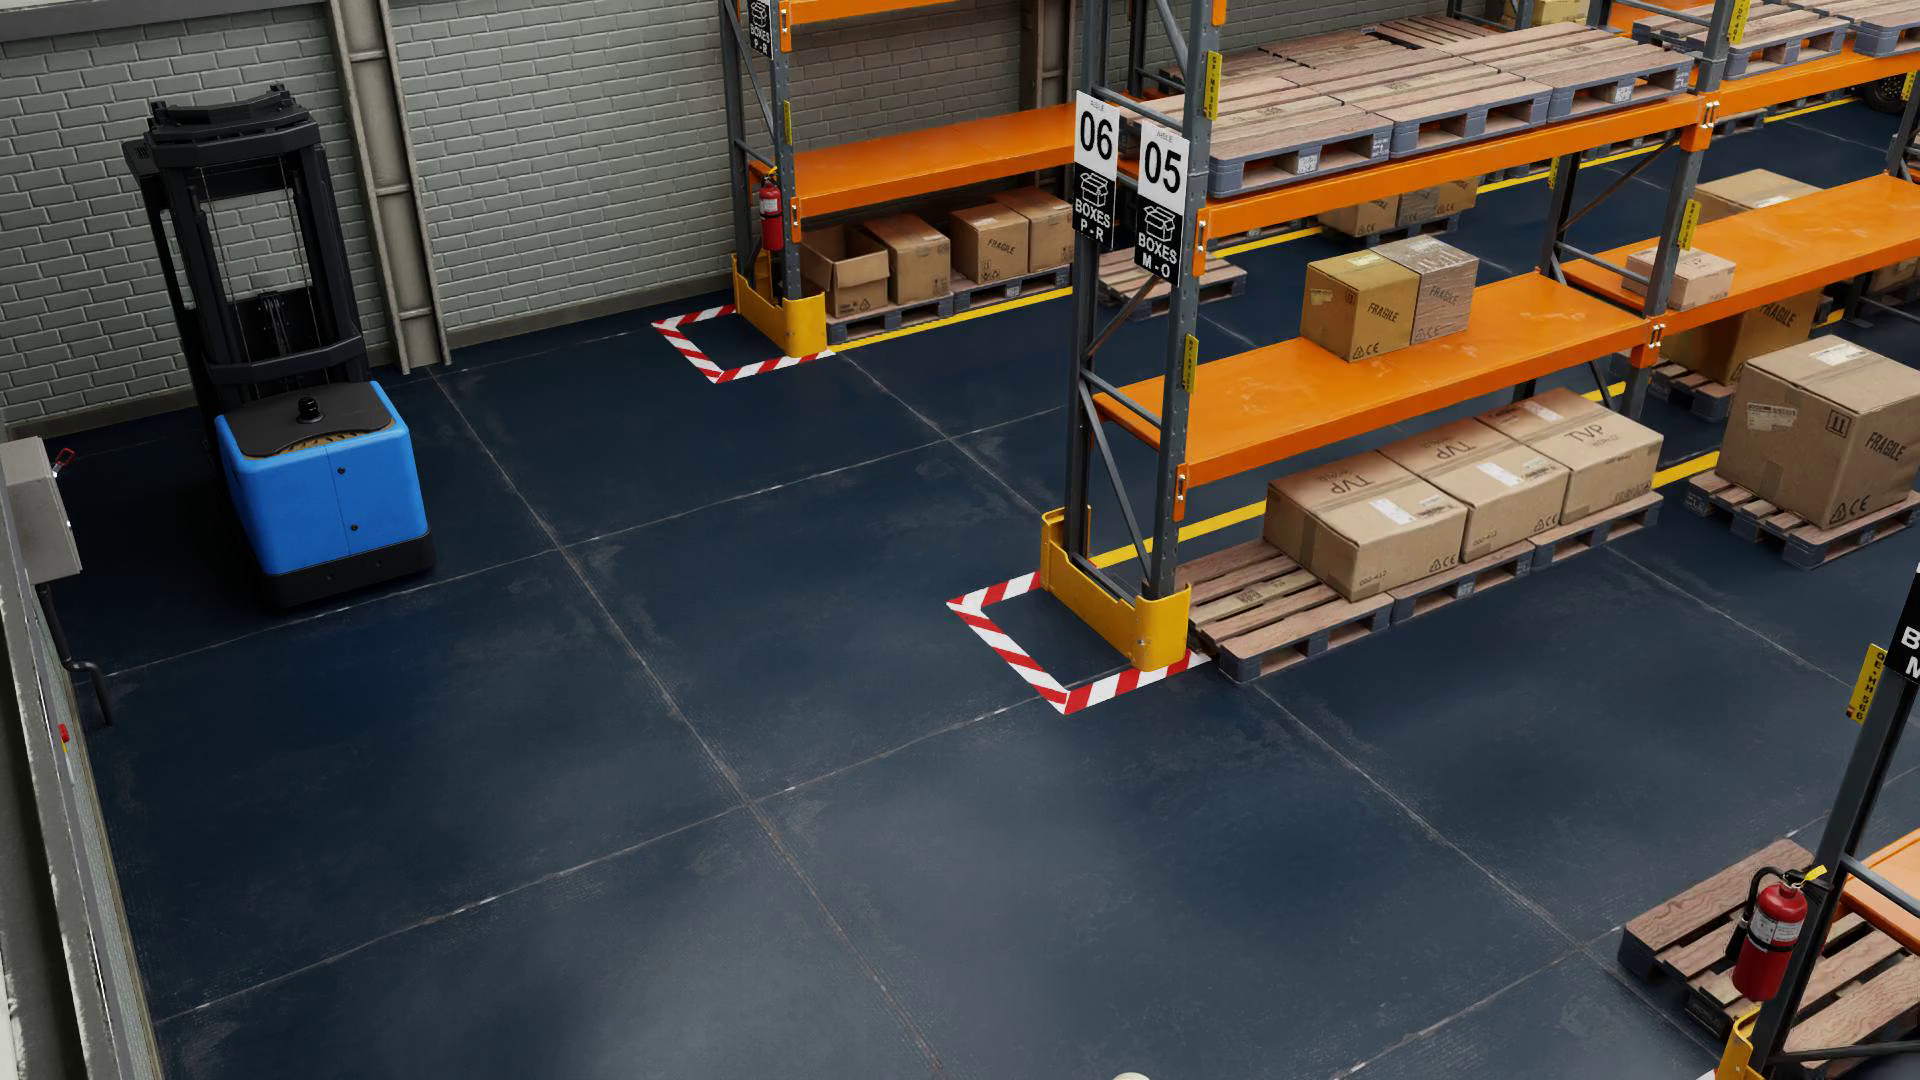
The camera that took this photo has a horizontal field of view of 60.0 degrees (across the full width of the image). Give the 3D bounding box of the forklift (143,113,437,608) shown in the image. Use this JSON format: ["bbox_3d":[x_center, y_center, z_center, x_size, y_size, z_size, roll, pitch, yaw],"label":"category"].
[{"bbox_3d":[-4.289,-1.259,10.509,1.129,2.768,1.873,-17,36,-26],"label":"forklift"}]

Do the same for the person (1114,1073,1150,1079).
[{"bbox_3d":[0.531,2.403,5.600,0.606,1.797,0.375,-2,32,-3],"label":"person"}]

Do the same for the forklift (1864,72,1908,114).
[{"bbox_3d":[11.468,-5.645,18.244,1.214,2.155,2.313,-17,36,-26],"label":"forklift"}]
